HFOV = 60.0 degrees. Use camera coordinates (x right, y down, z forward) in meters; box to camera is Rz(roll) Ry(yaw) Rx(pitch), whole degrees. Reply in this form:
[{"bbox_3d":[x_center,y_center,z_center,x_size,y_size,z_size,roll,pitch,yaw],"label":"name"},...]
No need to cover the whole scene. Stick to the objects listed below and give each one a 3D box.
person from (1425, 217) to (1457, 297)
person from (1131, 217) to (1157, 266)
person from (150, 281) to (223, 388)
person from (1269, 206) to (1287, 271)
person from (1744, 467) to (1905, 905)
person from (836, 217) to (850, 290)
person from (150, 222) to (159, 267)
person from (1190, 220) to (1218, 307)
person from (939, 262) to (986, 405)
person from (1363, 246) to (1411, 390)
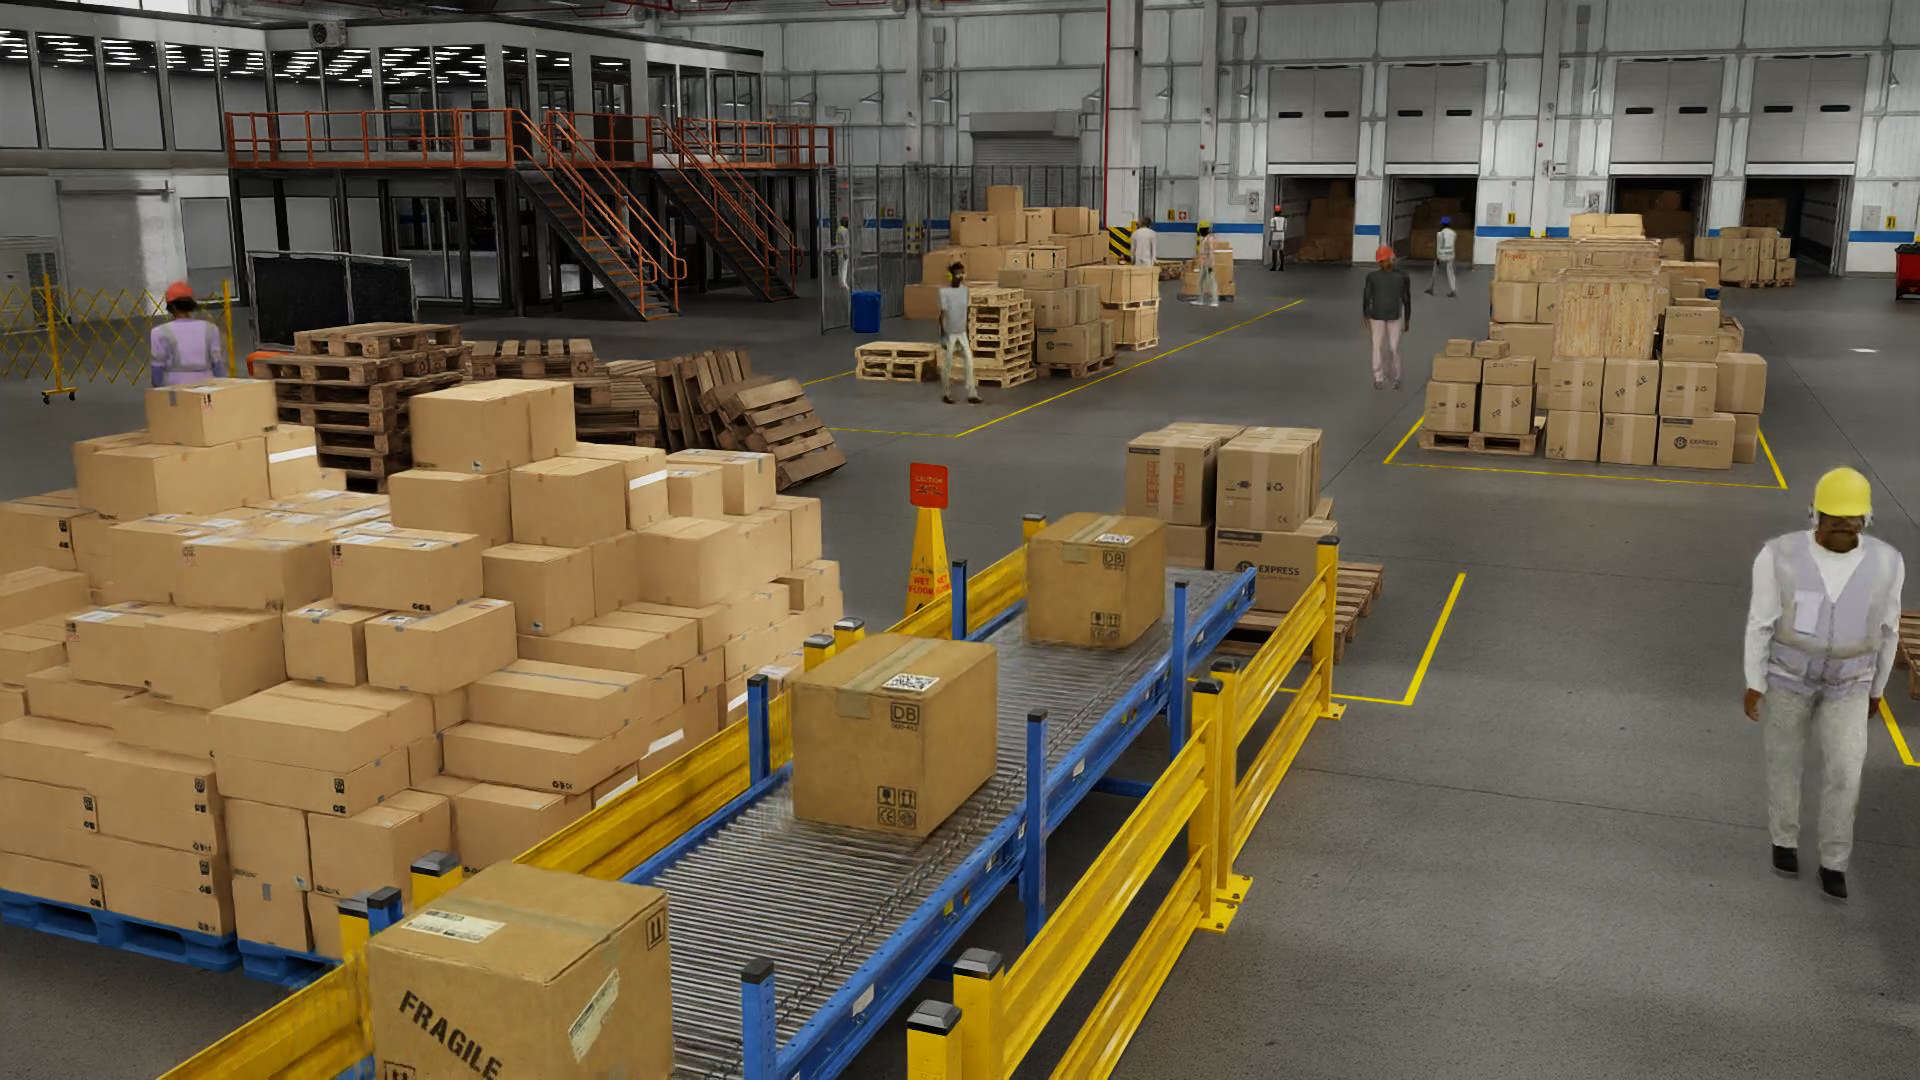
[{"bbox_3d":[11.587,-6.766,39.766,0.632,1.895,1.028,-5,14,-23],"label":"person"},{"bbox_3d":[4.311,-6.605,39.023,0.698,1.906,0.496,7,14,29],"label":"person"},{"bbox_3d":[-7.092,-1.378,15.355,0.985,2.011,0.618,11,17,42],"label":"person"},{"bbox_3d":[9.494,-9.015,49.753,0.545,1.939,0.373,-3,13,-13],"label":"person"},{"bbox_3d":[3.575,0.599,6.916,0.596,1.805,0.678,5,13,20],"label":"person"},{"bbox_3d":[-2.924,-7.260,42.117,0.430,1.835,0.626,-2,13,-10],"label":"person"},{"bbox_3d":[-22.981,-8.458,47.304,0.400,1.910,0.643,-5,14,-22],"label":"person"},{"bbox_3d":[5.504,-6.147,37.021,0.555,1.894,0.633,-2,13,-11],"label":"person"},{"bbox_3d":[0.015,-2.619,21.278,0.565,1.838,0.868,-9,15,-35],"label":"person"},{"bbox_3d":[5.887,-3.059,22.958,0.640,1.972,0.537,5,14,21],"label":"person"}]
